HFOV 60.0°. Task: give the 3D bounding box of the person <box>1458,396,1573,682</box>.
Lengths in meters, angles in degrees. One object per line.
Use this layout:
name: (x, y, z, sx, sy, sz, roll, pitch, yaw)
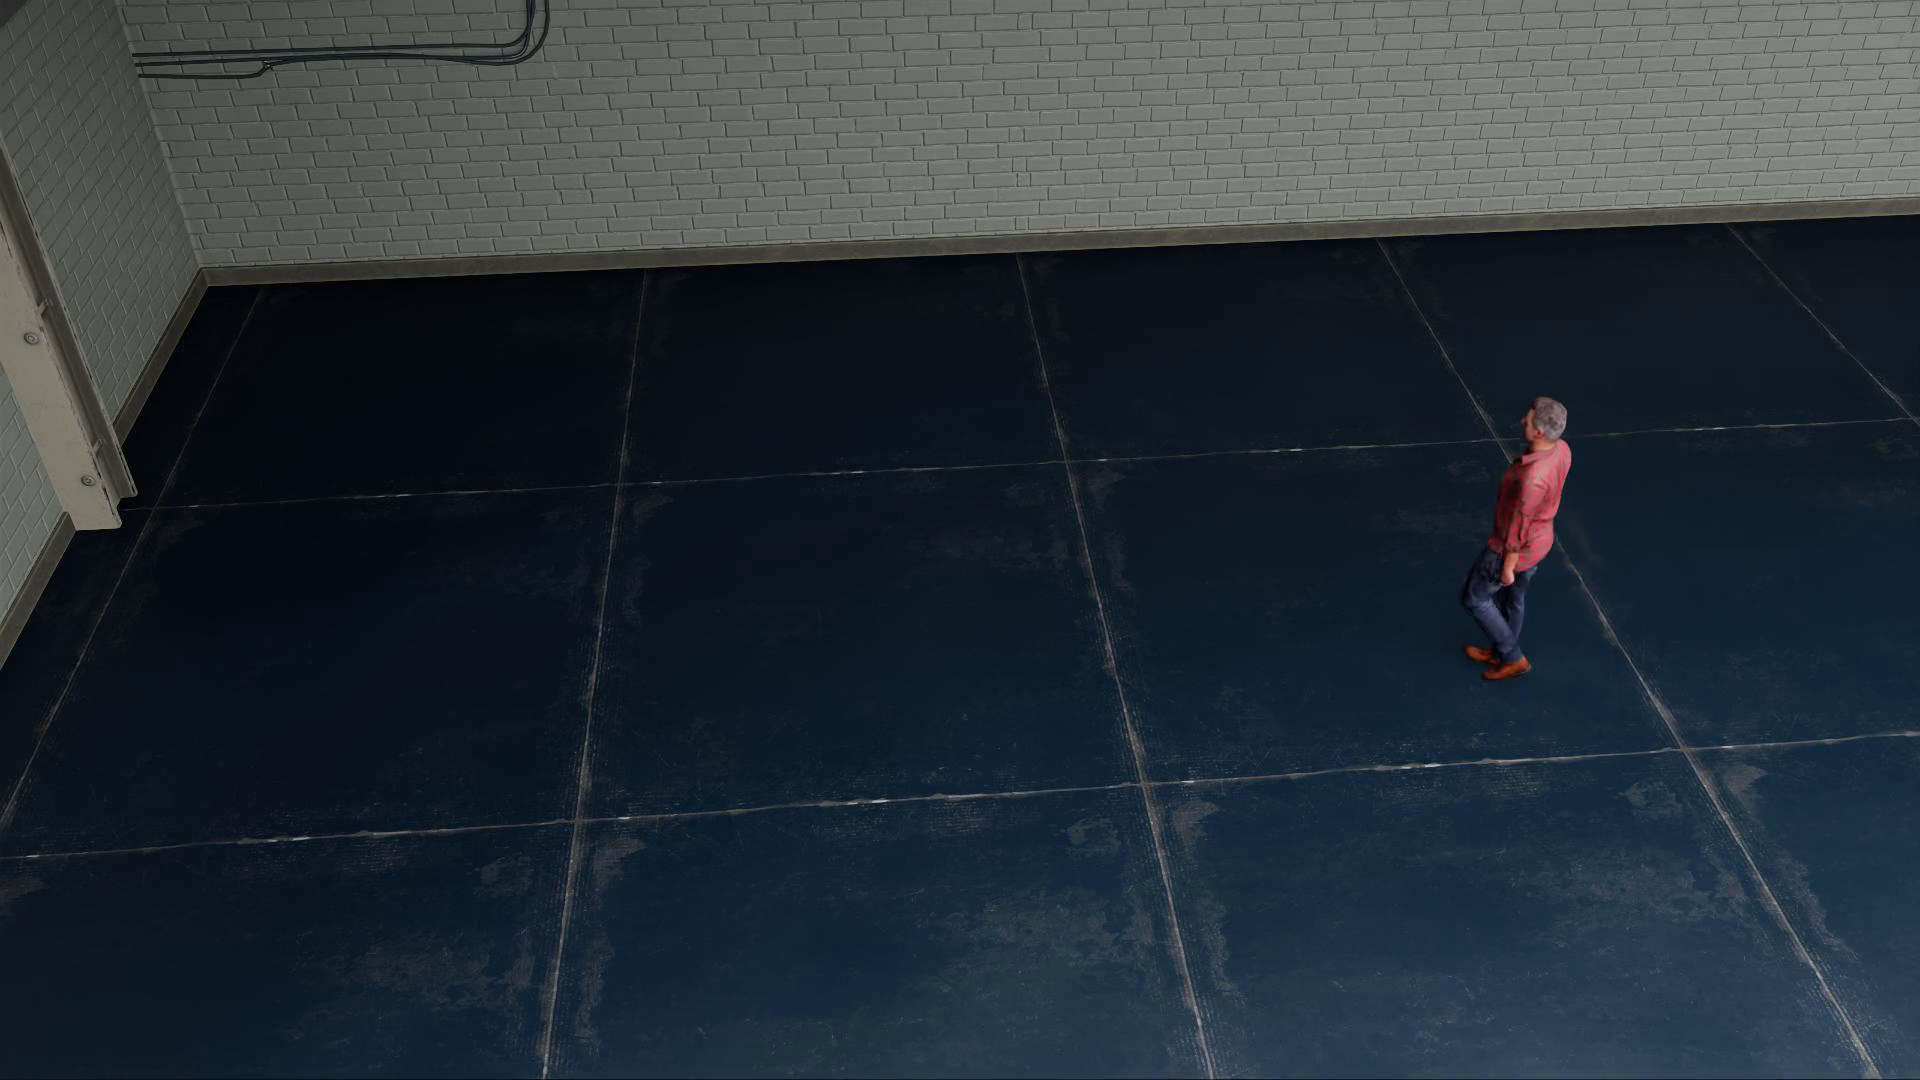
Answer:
person: (3.114, 0.054, 9.033, 0.925, 1.822, 0.865, 27, 46, 31)
